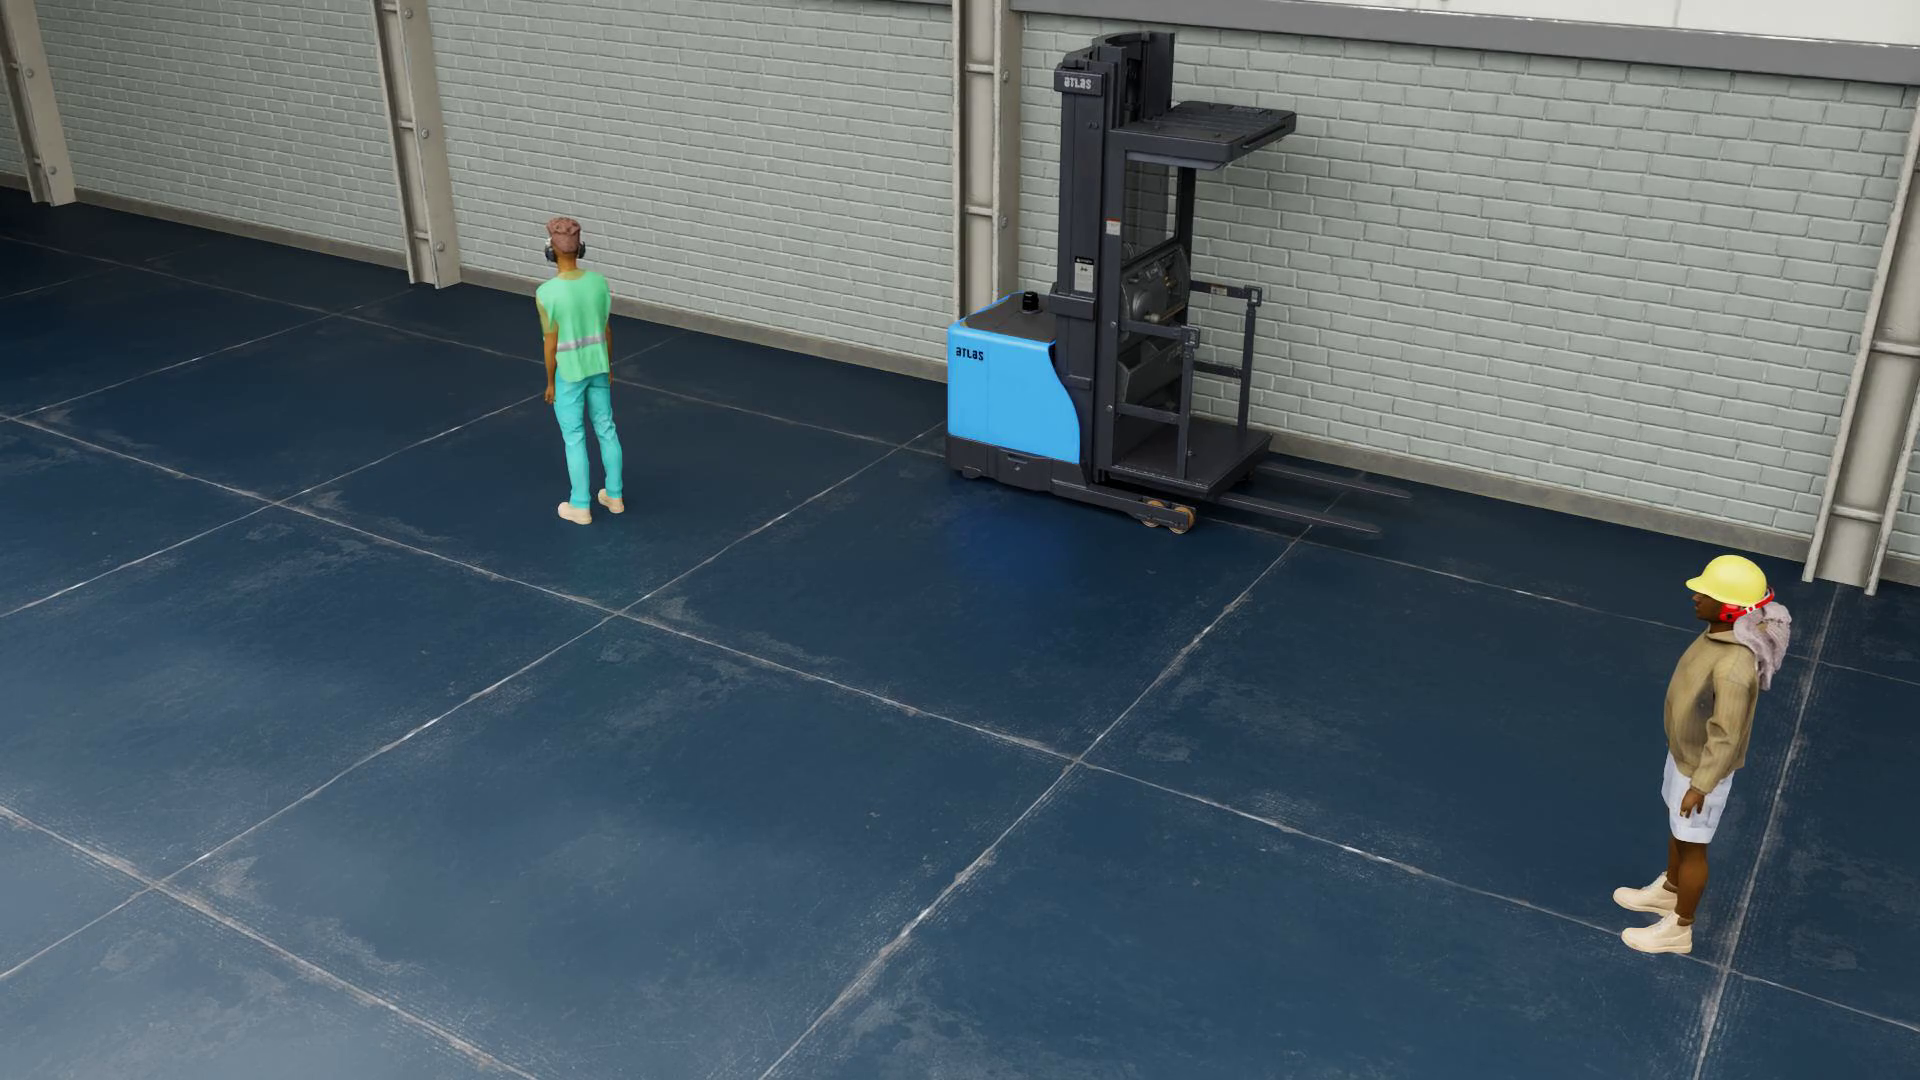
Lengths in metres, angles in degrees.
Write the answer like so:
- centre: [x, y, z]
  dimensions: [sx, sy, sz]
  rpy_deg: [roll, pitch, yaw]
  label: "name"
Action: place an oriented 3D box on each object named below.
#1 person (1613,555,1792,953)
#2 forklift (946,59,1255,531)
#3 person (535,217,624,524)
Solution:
- centre: [2.988, 0.868, 6.672]
  dimensions: [0.403, 1.763, 0.534]
  rpy_deg: [7, 26, 14]
  label: "person"
- centre: [0.933, -1.707, 10.833]
  dimensions: [1.873, 2.768, 1.129]
  rpy_deg: [15, 29, 28]
  label: "forklift"
- centre: [-2.397, -1.052, 10.489]
  dimensions: [0.486, 1.979, 0.404]
  rpy_deg: [-21, 32, -37]
  label: "person"
